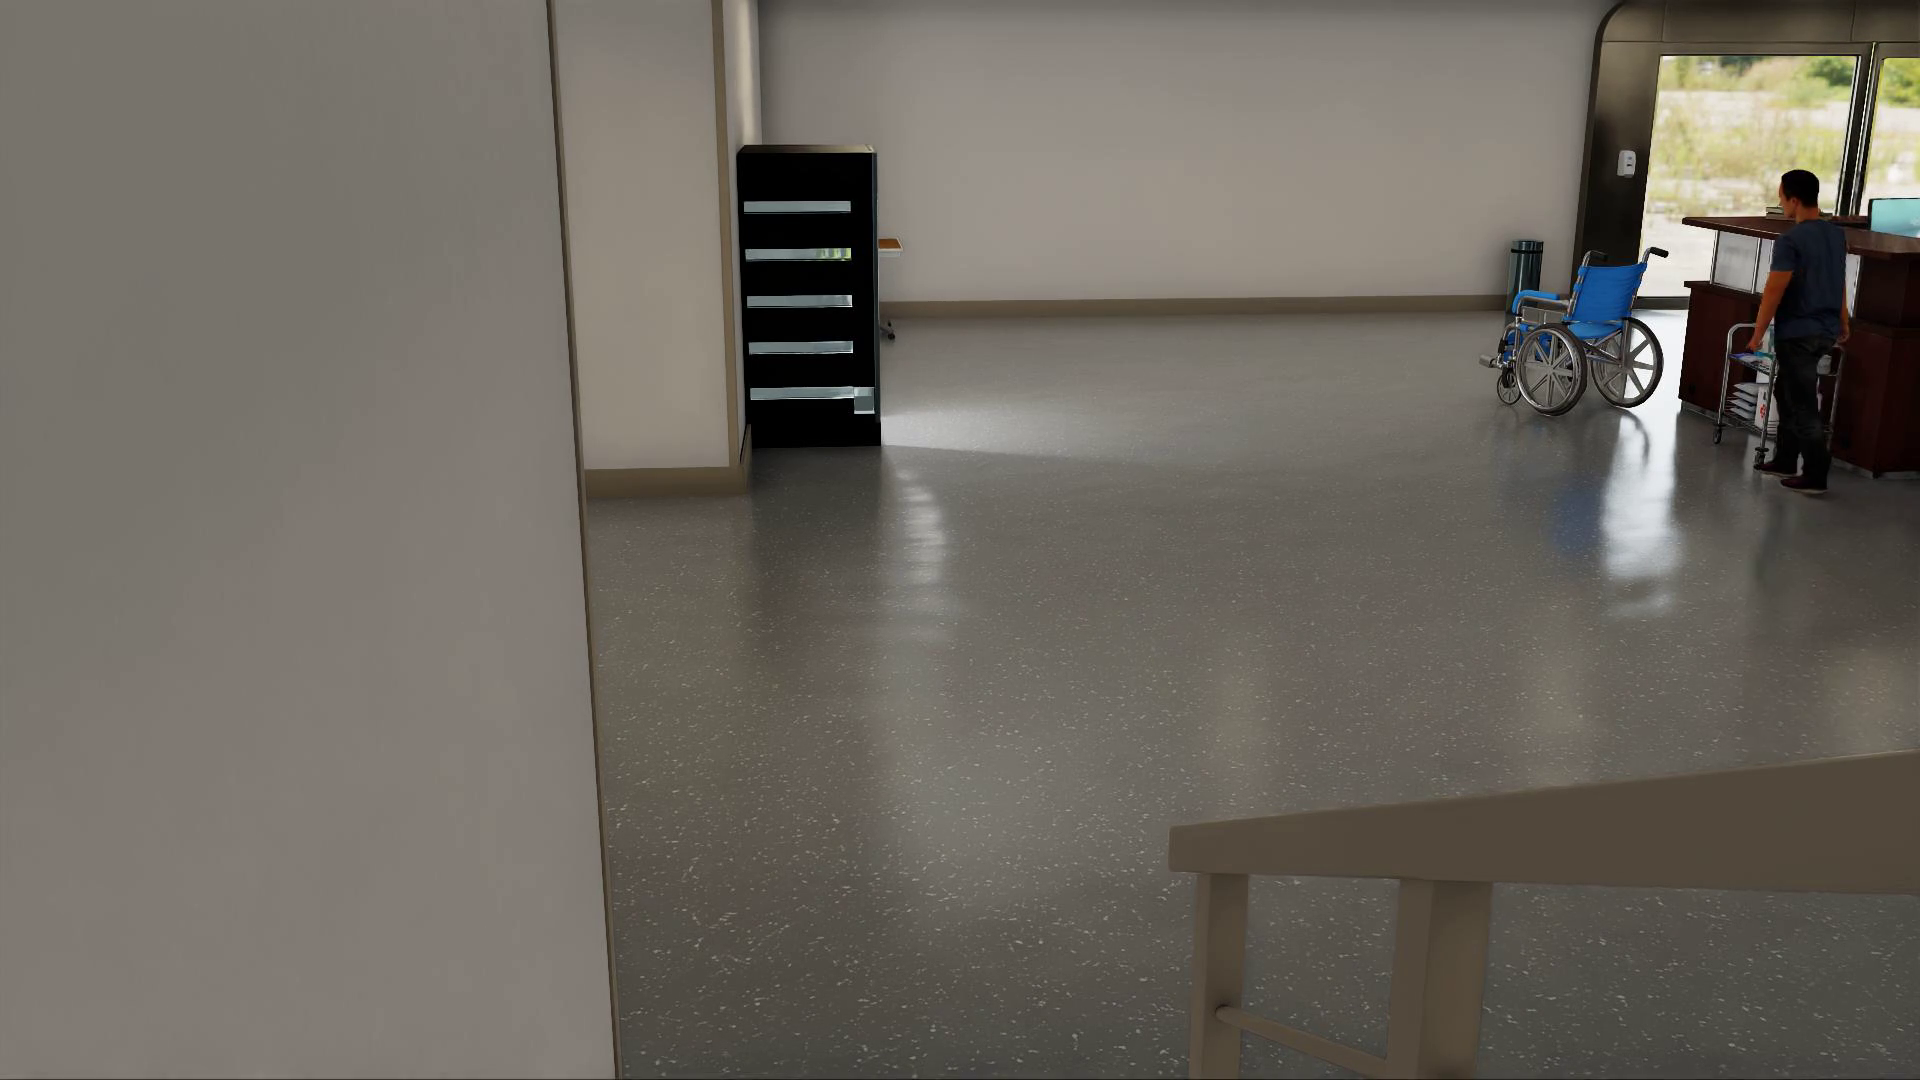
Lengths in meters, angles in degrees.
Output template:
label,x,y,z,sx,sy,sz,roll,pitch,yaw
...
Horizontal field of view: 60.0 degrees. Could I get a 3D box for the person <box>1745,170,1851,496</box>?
label,x,y,z,sx,sy,sz,roll,pitch,yaw
person,4.736,-1.113,9.167,0.882,1.776,0.929,-8,17,-25
